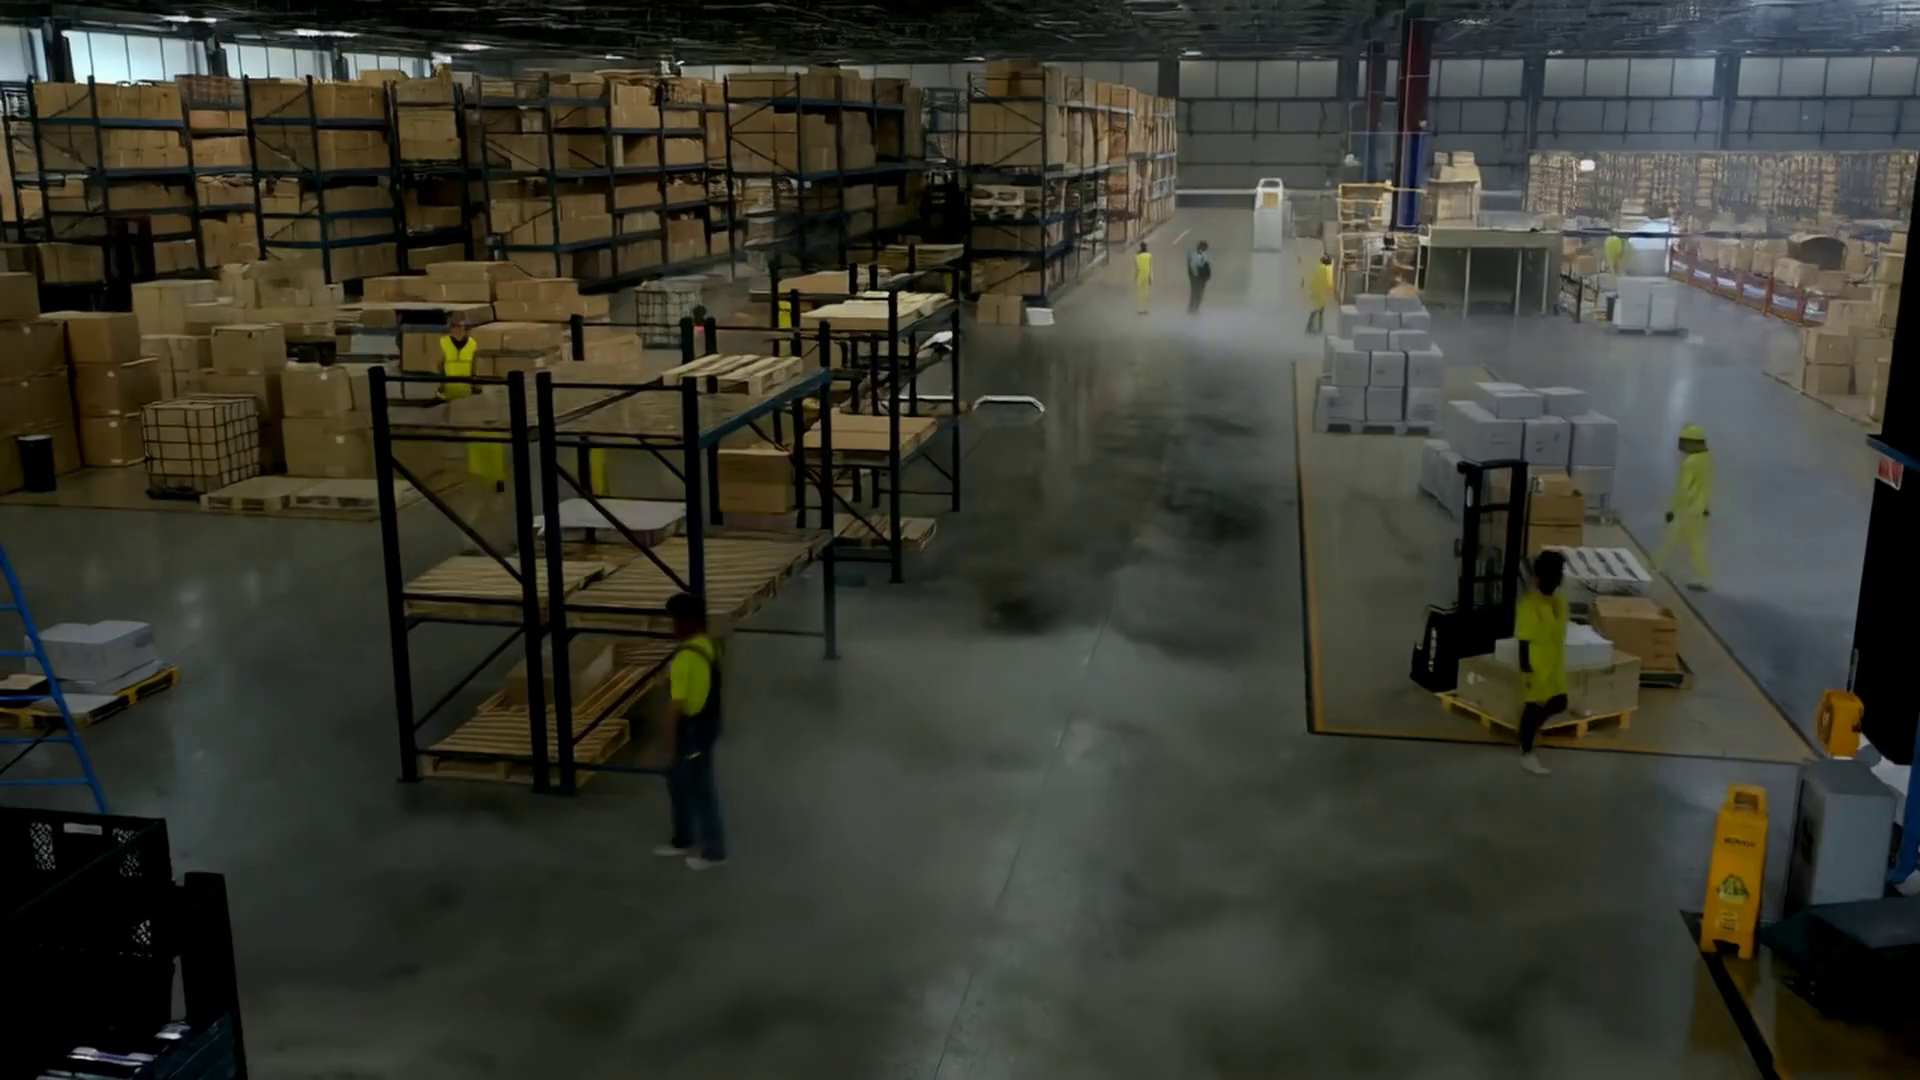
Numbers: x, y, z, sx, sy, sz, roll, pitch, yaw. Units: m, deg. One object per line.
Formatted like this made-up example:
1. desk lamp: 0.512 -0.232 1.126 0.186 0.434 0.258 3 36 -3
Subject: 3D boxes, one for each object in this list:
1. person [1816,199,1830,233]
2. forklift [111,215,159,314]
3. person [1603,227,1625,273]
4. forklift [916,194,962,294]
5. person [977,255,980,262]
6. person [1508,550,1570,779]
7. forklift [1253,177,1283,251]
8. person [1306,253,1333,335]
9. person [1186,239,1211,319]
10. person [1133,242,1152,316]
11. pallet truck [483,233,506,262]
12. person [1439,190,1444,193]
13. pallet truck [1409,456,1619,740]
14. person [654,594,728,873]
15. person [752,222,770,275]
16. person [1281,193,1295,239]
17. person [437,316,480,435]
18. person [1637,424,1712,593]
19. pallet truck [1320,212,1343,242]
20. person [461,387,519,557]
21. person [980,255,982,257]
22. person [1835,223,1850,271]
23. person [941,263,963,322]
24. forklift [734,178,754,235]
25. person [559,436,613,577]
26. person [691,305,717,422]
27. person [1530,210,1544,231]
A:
1. person: 35.690 -13.146 68.733 0.404 1.833 0.590 -7 15 -26
2. forklift: -17.706 -5.588 35.891 1.873 2.768 1.129 3 14 10
3. person: 19.566 -8.465 49.830 0.611 1.777 0.942 3 14 11
4. forklift: -0.645 -8.491 47.678 1.129 2.768 1.873 3 14 10
5. person: 0.821 -9.872 55.332 0.642 1.884 0.802 6 15 22
6. person: 4.200 0.886 12.052 0.556 1.684 0.379 -11 17 -37
7. forklift: 12.083 -12.747 64.956 1.129 2.768 1.873 3 14 10
8. person: 8.262 -5.630 38.117 0.653 1.880 0.605 2 14 10
9. person: 5.979 -6.576 41.629 0.578 2.000 0.851 0 14 0
10. person: 4.635 -6.637 42.246 0.512 1.865 0.329 -6 15 -23
11. pallet truck: -11.832 -7.026 43.548 1.885 1.965 0.823 8 16 28
12. person: 21.772 -14.793 75.139 0.618 1.959 0.754 -7 15 -25
13. pallet truck: 4.504 0.400 13.395 0.823 1.965 1.885 -6 15 -23
14. person: -1.766 1.220 10.414 0.663 1.824 0.547 2 14 7
15. person: -6.482 -9.598 53.991 0.629 1.993 0.972 1 14 6
16. person: 14.232 -14.079 72.303 0.627 1.941 0.370 4 14 15
17. person: -7.560 -2.443 25.135 0.619 1.900 0.447 -6 15 -24
18. person: 7.368 -0.347 17.011 0.508 1.695 0.893 -13 19 -43
19. pallet truck: 15.874 -13.227 70.310 0.680 1.201 1.601 10 17 35
20. person: -5.151 -0.743 18.278 0.647 1.885 1.009 9 17 33
21. person: 0.854 -9.281 53.320 0.536 1.696 0.322 -7 16 -27
22. person: 27.877 -9.137 52.588 0.304 1.771 0.532 -7 16 -27
23. person: -0.211 -6.105 40.489 0.546 1.653 0.829 -5 15 -20
24. forklift: -9.307 -14.865 73.554 1.129 2.768 1.873 3 14 10
25. person: -3.753 -0.339 16.583 0.438 1.913 0.602 7 16 27
26. person: -4.018 -2.713 26.131 0.395 1.956 0.606 5 15 18
27. person: 21.686 -11.554 62.580 0.536 1.690 0.323 8 16 29
